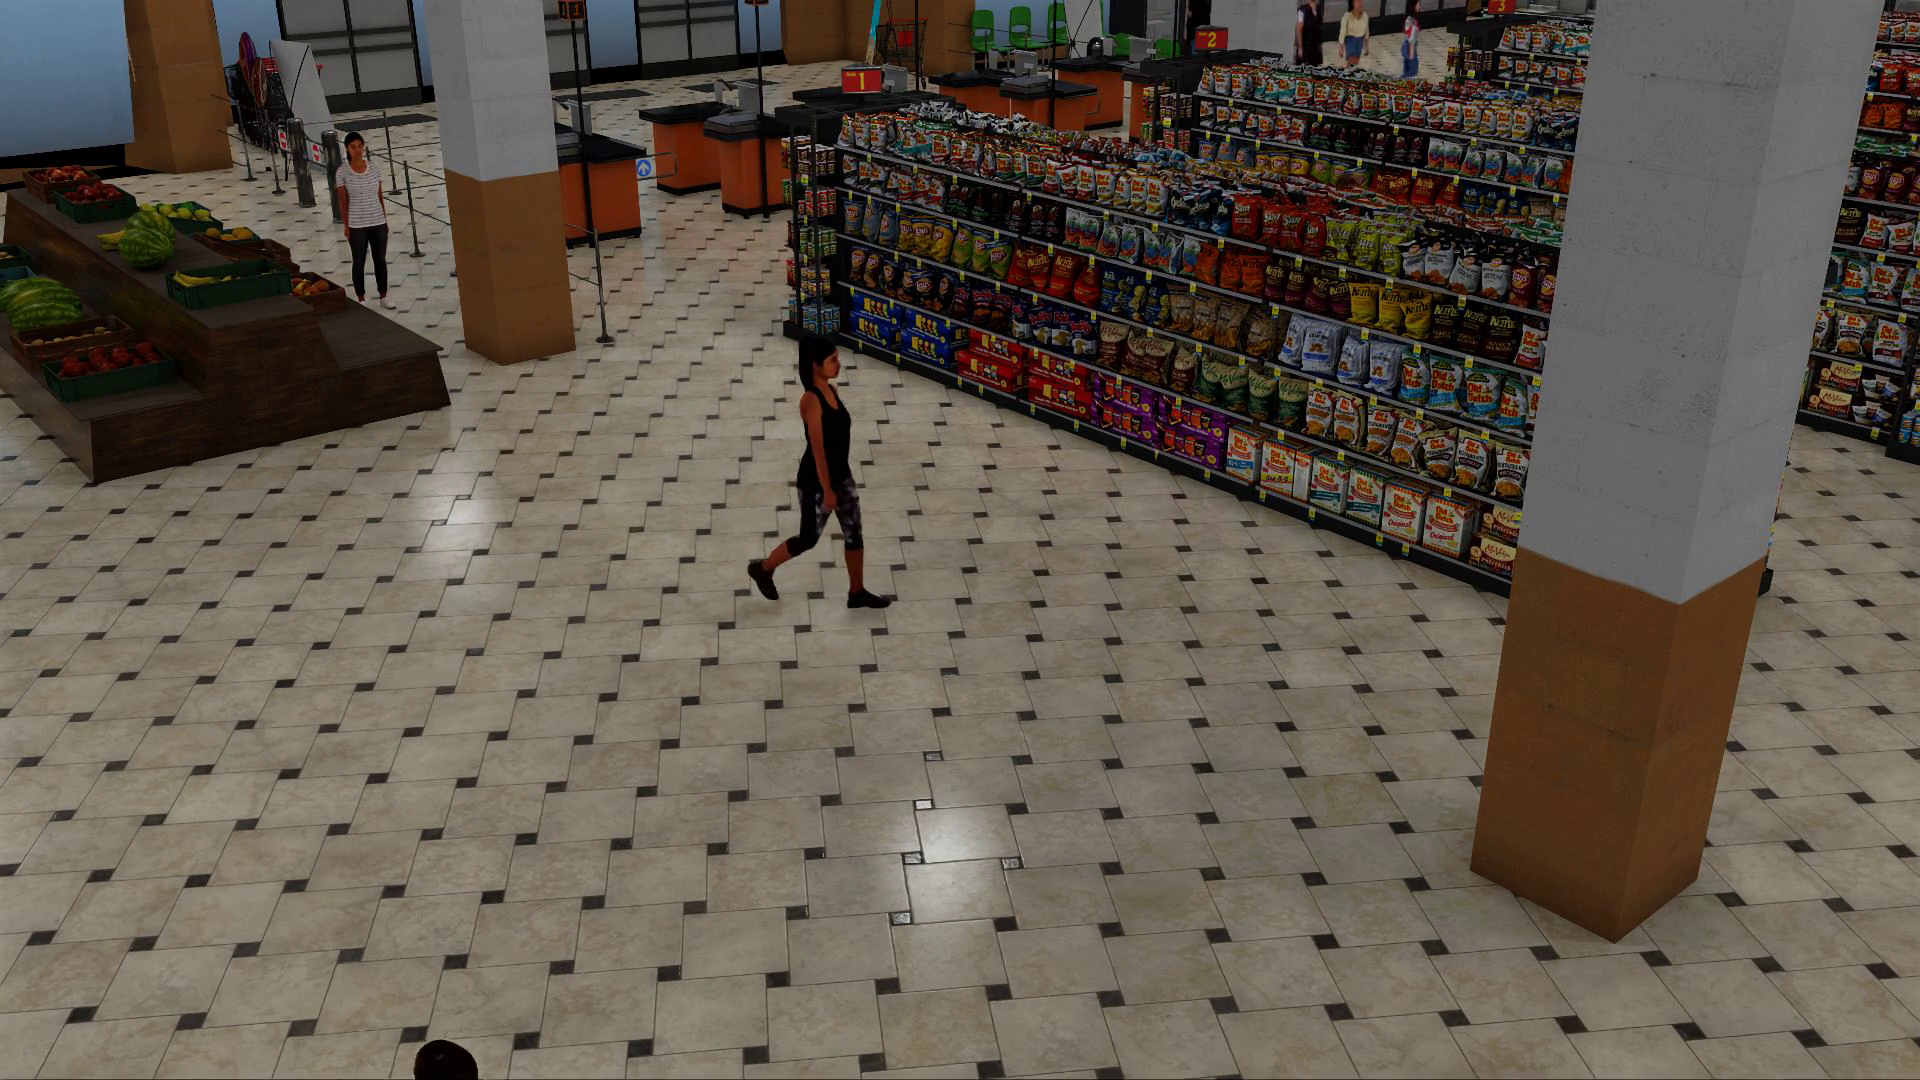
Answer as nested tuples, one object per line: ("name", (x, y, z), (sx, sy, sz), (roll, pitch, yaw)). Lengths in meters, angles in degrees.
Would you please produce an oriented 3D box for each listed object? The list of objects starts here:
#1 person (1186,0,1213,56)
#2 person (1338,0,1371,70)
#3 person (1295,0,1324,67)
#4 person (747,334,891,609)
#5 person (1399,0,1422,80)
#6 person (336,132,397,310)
("person", (4.225, -9.089, 29.340), (0.709, 1.683, 0.697), (-7, 25, -16))
("person", (6.303, -7.924, 26.787), (0.891, 1.596, 1.204), (-9, 25, -19))
("person", (5.407, -7.749, 26.134), (0.859, 1.799, 1.238), (-12, 26, -25))
("person", (-0.844, -0.339, 9.410), (1.133, 1.630, 0.947), (7, 25, 16))
("person", (7.069, -7.775, 26.432), (0.869, 1.606, 0.812), (1, 24, 2))
("person", (-5.468, -2.921, 15.291), (0.560, 1.645, 0.500), (-18, 30, -36))
